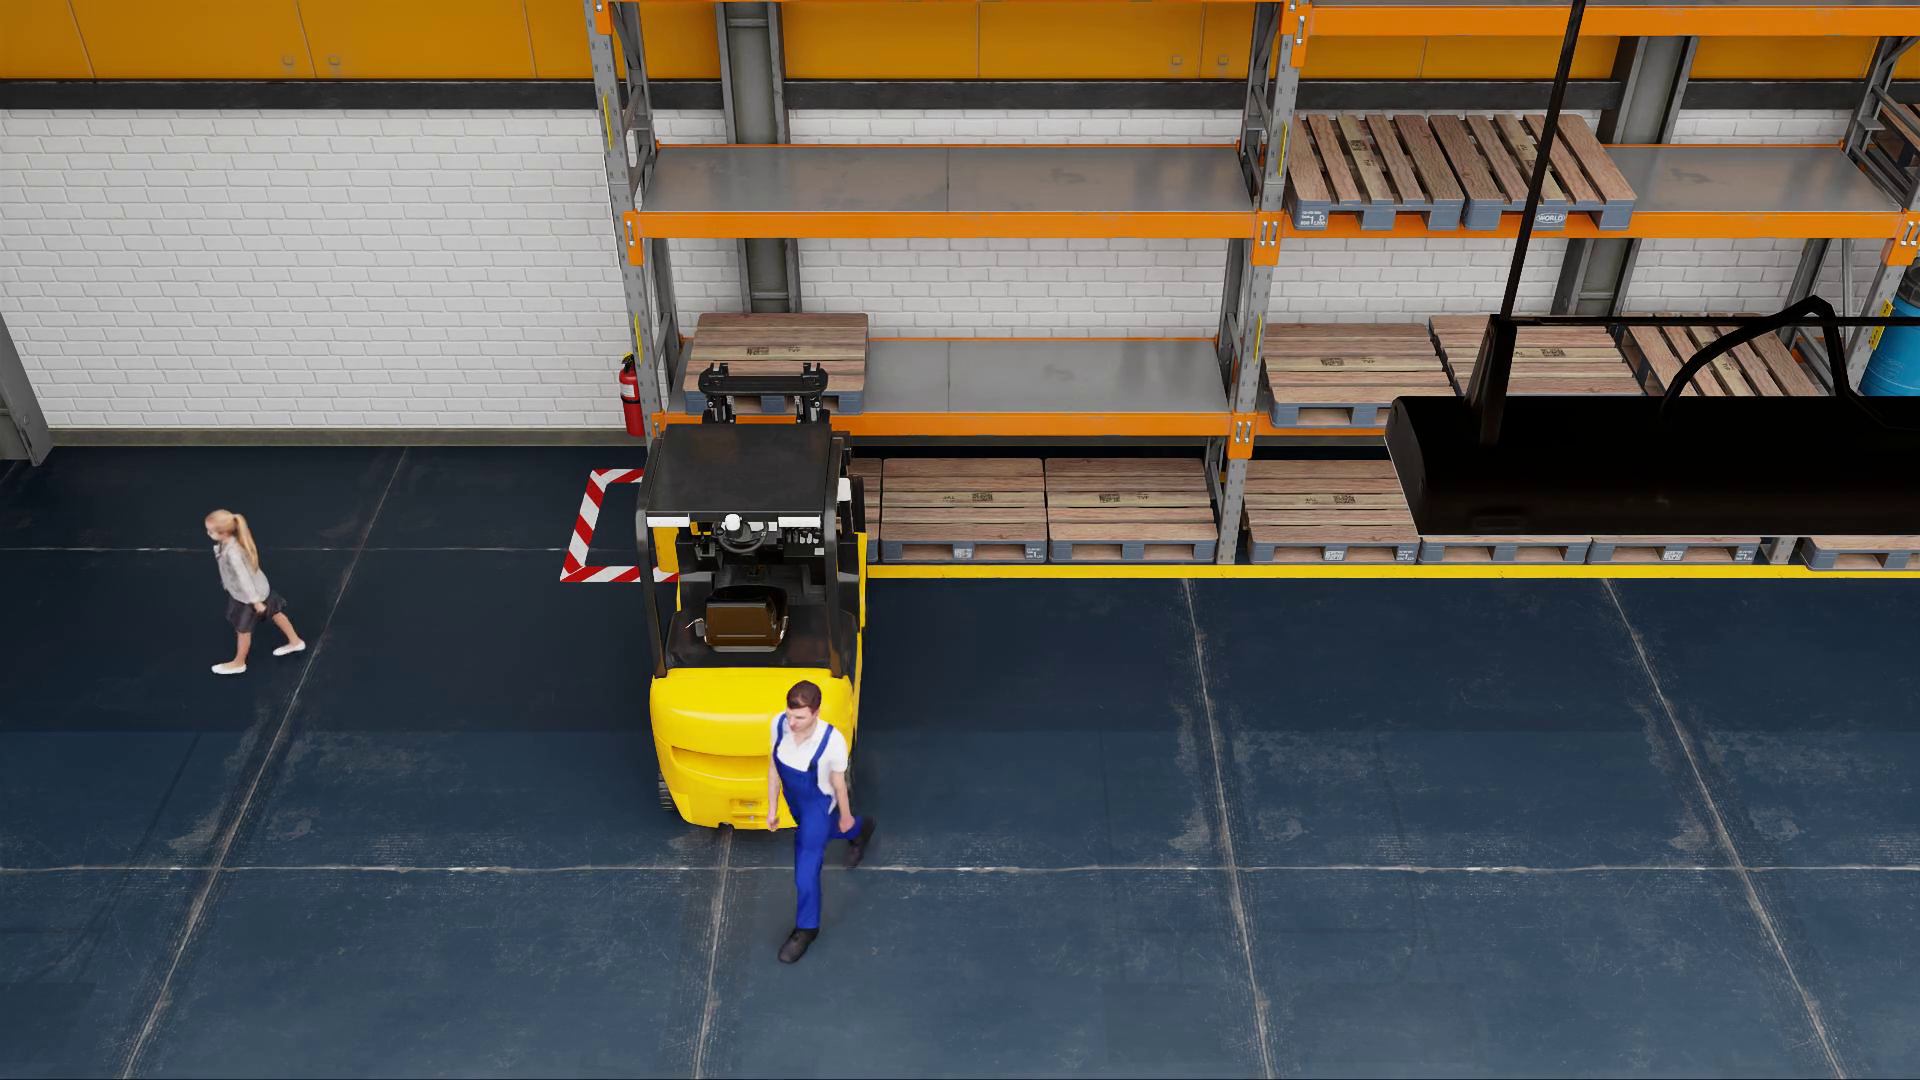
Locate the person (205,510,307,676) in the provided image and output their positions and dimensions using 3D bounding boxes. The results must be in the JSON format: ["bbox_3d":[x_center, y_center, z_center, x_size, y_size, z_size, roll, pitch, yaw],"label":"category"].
[{"bbox_3d":[-4.568,0.307,10.849,0.867,1.251,0.663,-12,40,-14],"label":"person"}]

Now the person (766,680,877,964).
[{"bbox_3d":[-0.759,1.383,9.048,1.231,1.819,1.144,23,44,26],"label":"person"}]
